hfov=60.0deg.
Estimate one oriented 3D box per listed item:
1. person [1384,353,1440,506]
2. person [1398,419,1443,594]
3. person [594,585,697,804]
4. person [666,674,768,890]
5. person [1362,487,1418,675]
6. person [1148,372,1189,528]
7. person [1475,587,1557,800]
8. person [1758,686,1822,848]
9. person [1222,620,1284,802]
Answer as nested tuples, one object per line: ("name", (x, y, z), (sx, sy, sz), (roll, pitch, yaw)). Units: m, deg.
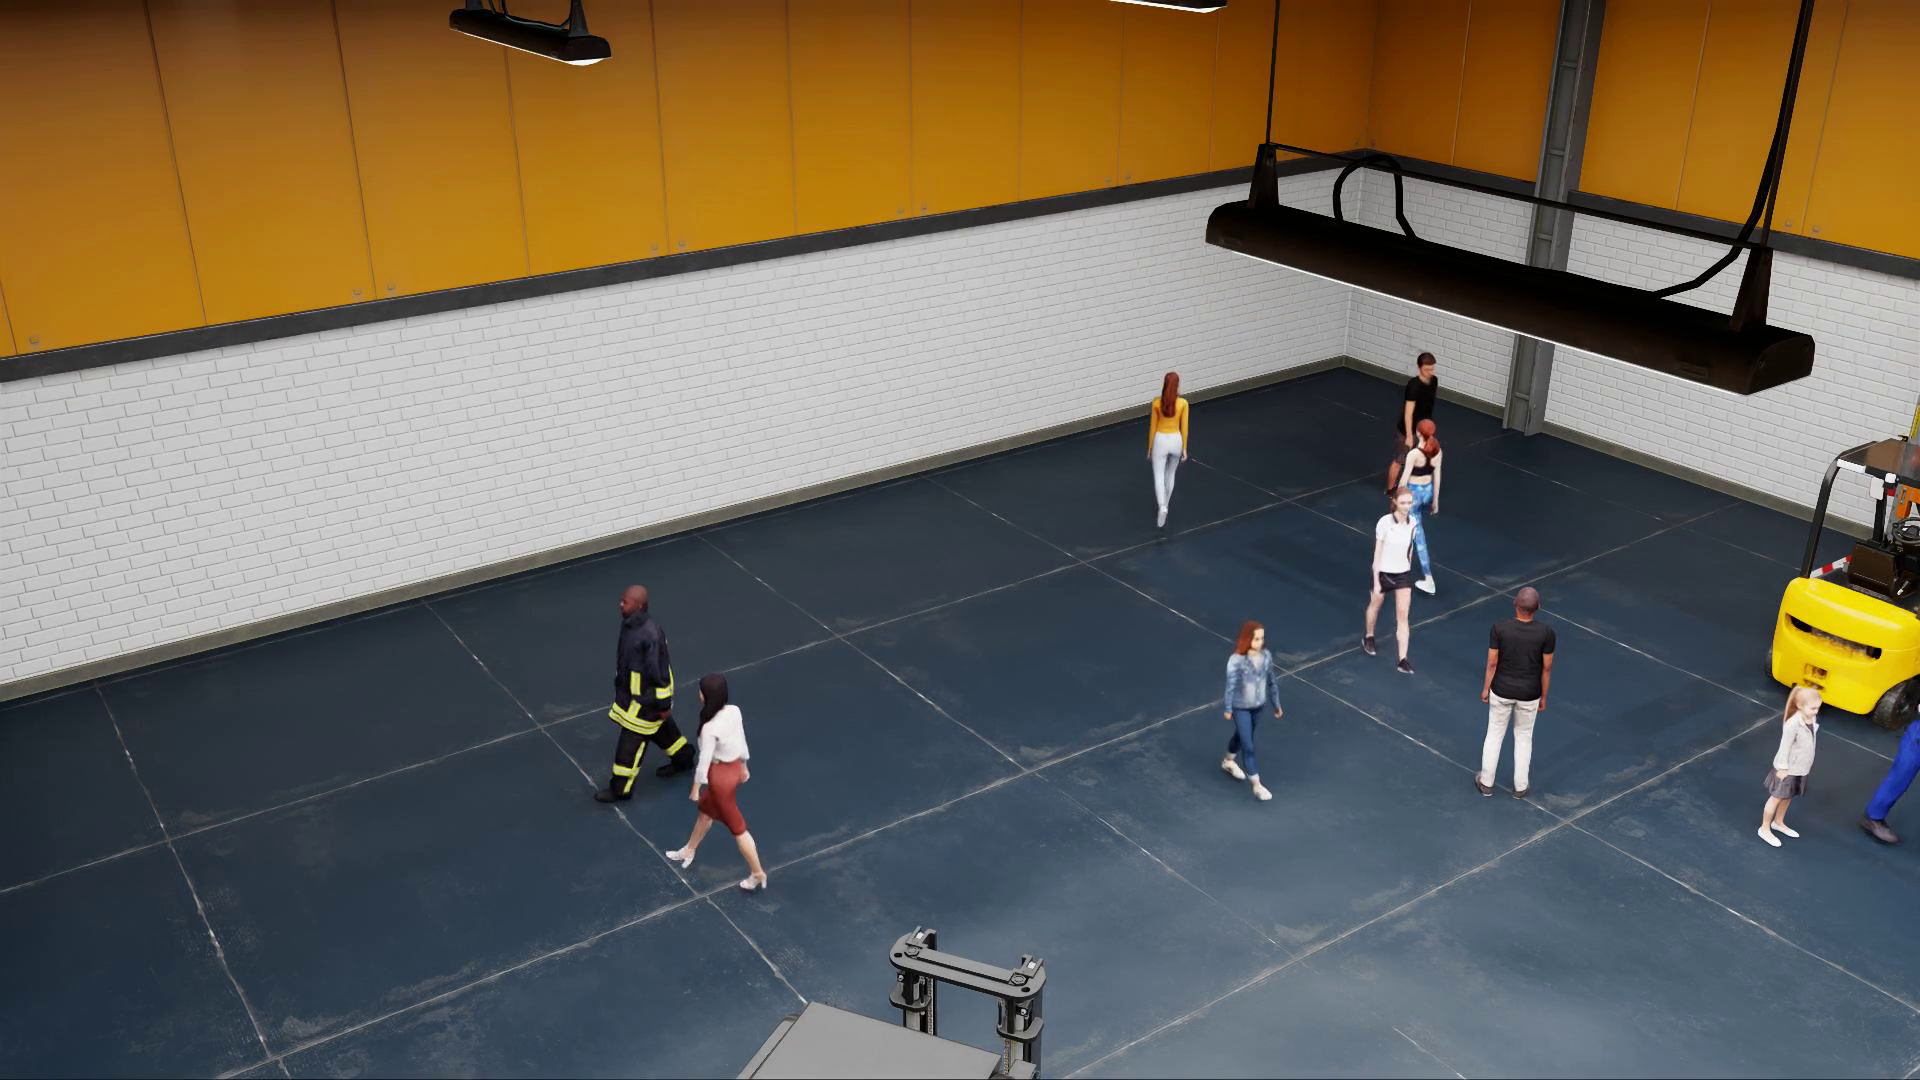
("person", (5.050, -1.276, 18.666), (0.671, 1.818, 0.855), (-20, 30, -37))
("person", (4.594, -0.304, 16.550), (0.746, 1.731, 1.227), (-10, 26, -23))
("person", (-2.409, 1.163, 13.130), (0.891, 1.783, 1.107), (-12, 27, -26))
("person", (-1.602, 1.776, 11.818), (1.141, 1.710, 1.009), (8, 25, 17))
("person", (3.888, 0.307, 15.177), (0.917, 1.711, 1.159), (-2, 24, -6))
("person", (2.256, -0.958, 18.048), (0.987, 1.730, 1.128), (1, 24, 2))
("person", (4.345, 1.198, 13.023), (0.744, 1.805, 0.817), (6, 24, 13))
("person", (6.285, 1.684, 12.569), (0.511, 1.277, 0.525), (-13, 27, -28))
("person", (2.253, 1.291, 13.253), (0.642, 1.451, 0.956), (-13, 27, -27))
